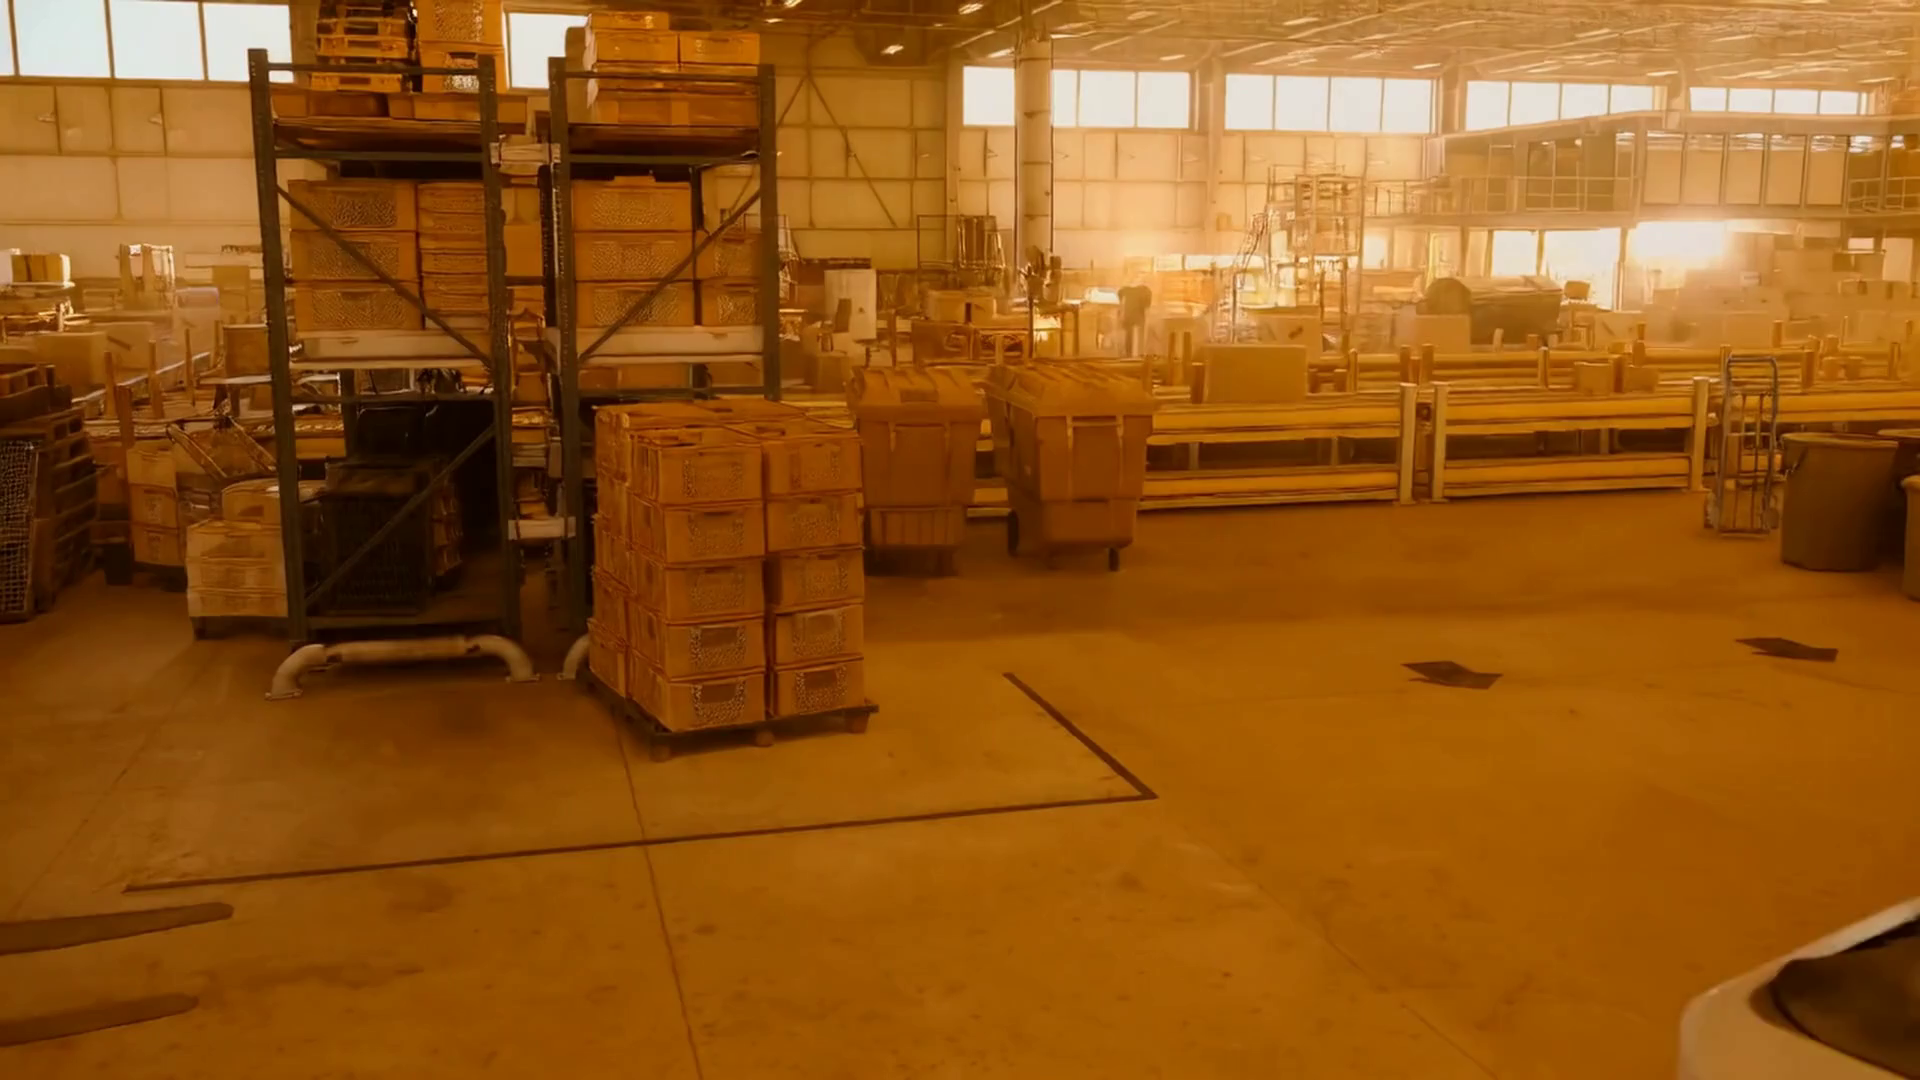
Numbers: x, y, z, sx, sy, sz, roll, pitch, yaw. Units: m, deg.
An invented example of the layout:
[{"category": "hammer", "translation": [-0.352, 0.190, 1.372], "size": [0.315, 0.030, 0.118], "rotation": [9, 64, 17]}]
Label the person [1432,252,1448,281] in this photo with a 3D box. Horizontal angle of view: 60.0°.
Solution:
[{"category": "person", "translation": [15.890, -8.546, 55.035], "size": [0.542, 1.931, 0.366], "rotation": [-3, 10, -15]}]

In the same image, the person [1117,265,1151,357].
[{"category": "person", "translation": [2.486, -2.986, 23.747], "size": [0.508, 1.865, 0.329], "rotation": [-3, 10, -15]}]

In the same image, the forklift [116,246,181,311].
[{"category": "forklift", "translation": [-19.966, -6.232, 40.894], "size": [1.157, 1.987, 2.680], "rotation": [-3, 10, -15]}]

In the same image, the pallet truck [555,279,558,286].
[{"category": "pallet truck", "translation": [-10.604, -6.375, 44.520], "size": [0.653, 1.274, 1.630], "rotation": [-3, 10, -15]}]

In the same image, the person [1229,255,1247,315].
[{"category": "person", "translation": [8.319, -7.579, 49.695], "size": [0.573, 1.883, 0.356], "rotation": [-3, 10, -15]}]

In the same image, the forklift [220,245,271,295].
[{"category": "forklift", "translation": [-17.749, -6.334, 41.440], "size": [1.157, 1.987, 2.680], "rotation": [-3, 10, -17]}]

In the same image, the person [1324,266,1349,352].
[{"category": "person", "translation": [7.195, -4.358, 31.807], "size": [0.522, 1.763, 0.320], "rotation": [-3, 10, -15]}]

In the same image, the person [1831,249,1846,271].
[{"category": "person", "translation": [22.826, -6.541, 43.365], "size": [0.606, 2.044, 0.374], "rotation": [-3, 10, -15]}]
